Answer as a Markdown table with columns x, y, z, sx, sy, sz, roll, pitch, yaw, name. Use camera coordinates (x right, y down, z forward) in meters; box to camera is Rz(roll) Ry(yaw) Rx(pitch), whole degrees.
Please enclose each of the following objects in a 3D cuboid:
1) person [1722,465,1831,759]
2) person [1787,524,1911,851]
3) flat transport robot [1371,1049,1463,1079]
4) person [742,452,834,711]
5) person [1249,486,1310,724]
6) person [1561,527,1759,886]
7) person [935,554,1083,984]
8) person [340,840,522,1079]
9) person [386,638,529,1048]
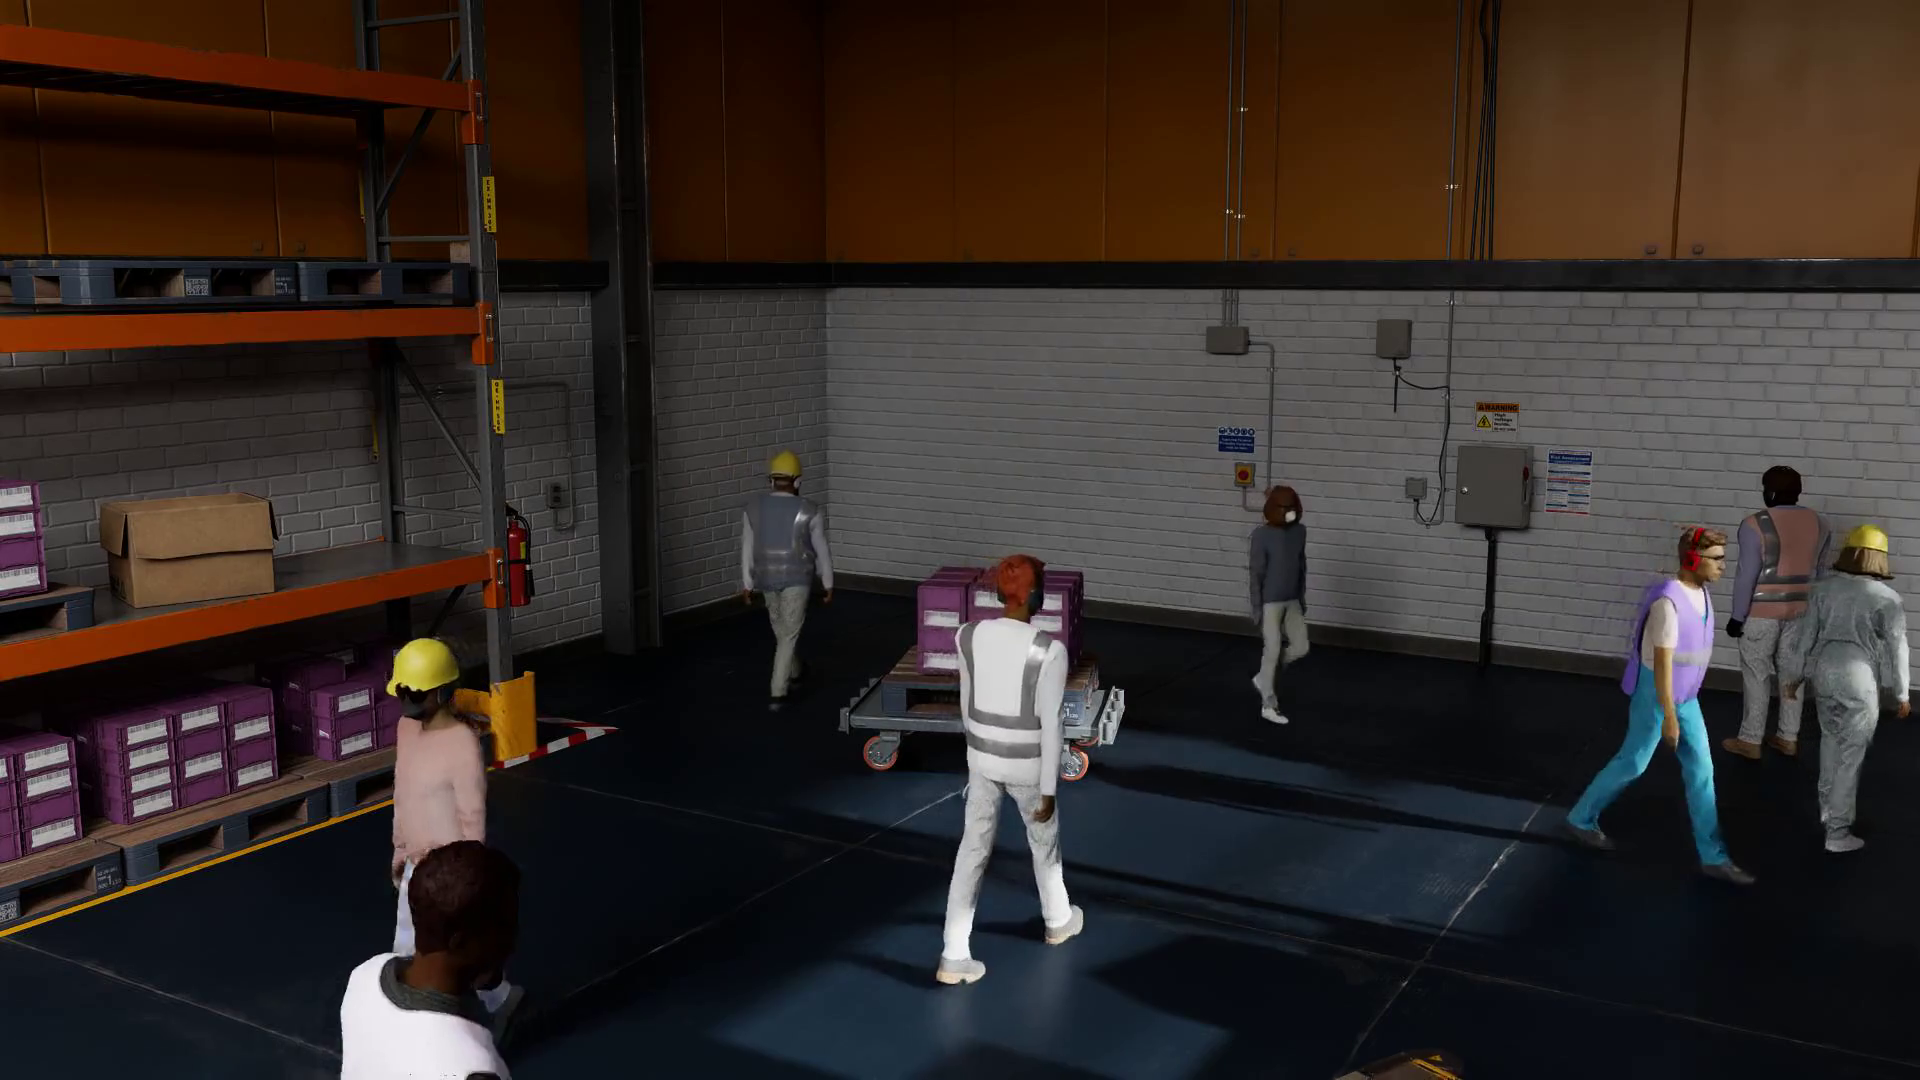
| x | y | z | sx | sy | sz | roll | pitch | yaw | name |
| --- | --- | --- | --- | --- | --- | --- | --- | --- | --- |
| 5.088 | 0.450 | 10.431 | 0.636 | 1.842 | 0.429 | -2 | 9 | -15 | person |
| 4.707 | 0.771 | 8.813 | 0.493 | 1.711 | 0.572 | -6 | 11 | -34 | person |
| 1.319 | 2.034 | 5.433 | 1.431 | 0.197 | 0.652 | -6 | 11 | -34 | flat transport robot |
| -1.197 | 0.264 | 11.780 | 0.620 | 1.777 | 0.949 | 2 | 9 | 15 | person |
| 2.150 | 0.428 | 11.247 | 0.523 | 1.617 | 0.393 | -7 | 11 | -36 | person |
| 3.572 | 0.801 | 8.459 | 0.592 | 1.786 | 0.973 | -8 | 12 | -40 | person |
| 0.217 | 0.970 | 7.217 | 0.575 | 1.841 | 0.986 | 5 | 10 | 30 | person |
| -1.152 | 1.541 | 3.455 | 0.551 | 1.892 | 0.630 | -8 | 12 | -40 | person |
| -1.856 | 1.188 | 6.105 | 0.484 | 1.743 | 0.540 | -9 | 13 | -43 | person |
